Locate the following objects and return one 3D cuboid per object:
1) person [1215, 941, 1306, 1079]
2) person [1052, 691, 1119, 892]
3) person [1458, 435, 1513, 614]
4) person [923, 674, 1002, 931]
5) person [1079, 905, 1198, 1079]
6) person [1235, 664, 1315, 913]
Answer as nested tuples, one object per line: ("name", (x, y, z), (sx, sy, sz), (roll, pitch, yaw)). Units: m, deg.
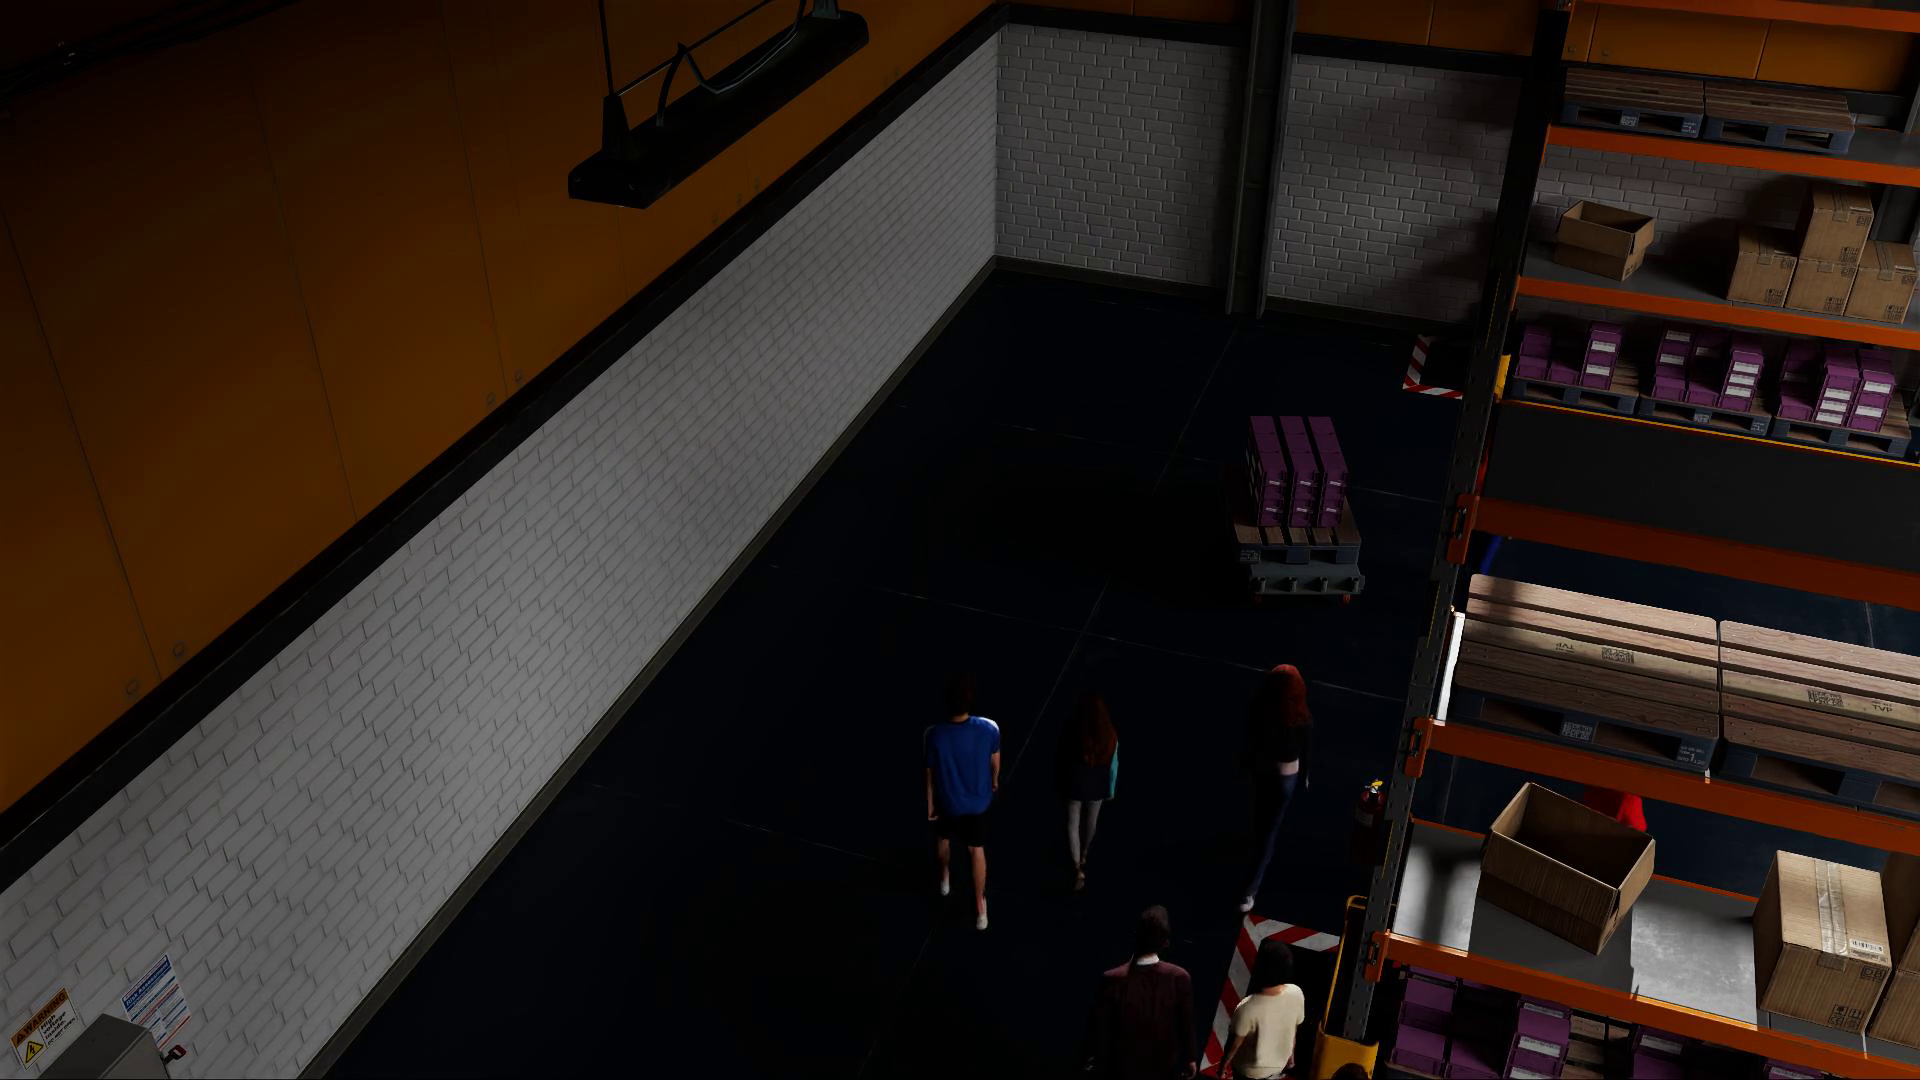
("person", (1.647, 2.833, 8.900), (0.726, 1.569, 0.783), (-17, 37, -23))
("person", (0.800, 1.634, 10.779), (0.862, 1.486, 0.788), (2, 34, 3))
("person", (4.185, -0.204, 13.205), (1.060, 1.861, 0.834), (17, 37, 23))
("person", (0.039, 1.666, 10.408), (1.028, 1.843, 1.008), (-7, 34, -10))
("person", (0.971, 2.785, 8.763), (1.239, 1.800, 1.165), (-7, 34, -10))
("person", (1.968, 1.589, 10.612), (1.192, 1.746, 0.742), (15, 37, 22))
